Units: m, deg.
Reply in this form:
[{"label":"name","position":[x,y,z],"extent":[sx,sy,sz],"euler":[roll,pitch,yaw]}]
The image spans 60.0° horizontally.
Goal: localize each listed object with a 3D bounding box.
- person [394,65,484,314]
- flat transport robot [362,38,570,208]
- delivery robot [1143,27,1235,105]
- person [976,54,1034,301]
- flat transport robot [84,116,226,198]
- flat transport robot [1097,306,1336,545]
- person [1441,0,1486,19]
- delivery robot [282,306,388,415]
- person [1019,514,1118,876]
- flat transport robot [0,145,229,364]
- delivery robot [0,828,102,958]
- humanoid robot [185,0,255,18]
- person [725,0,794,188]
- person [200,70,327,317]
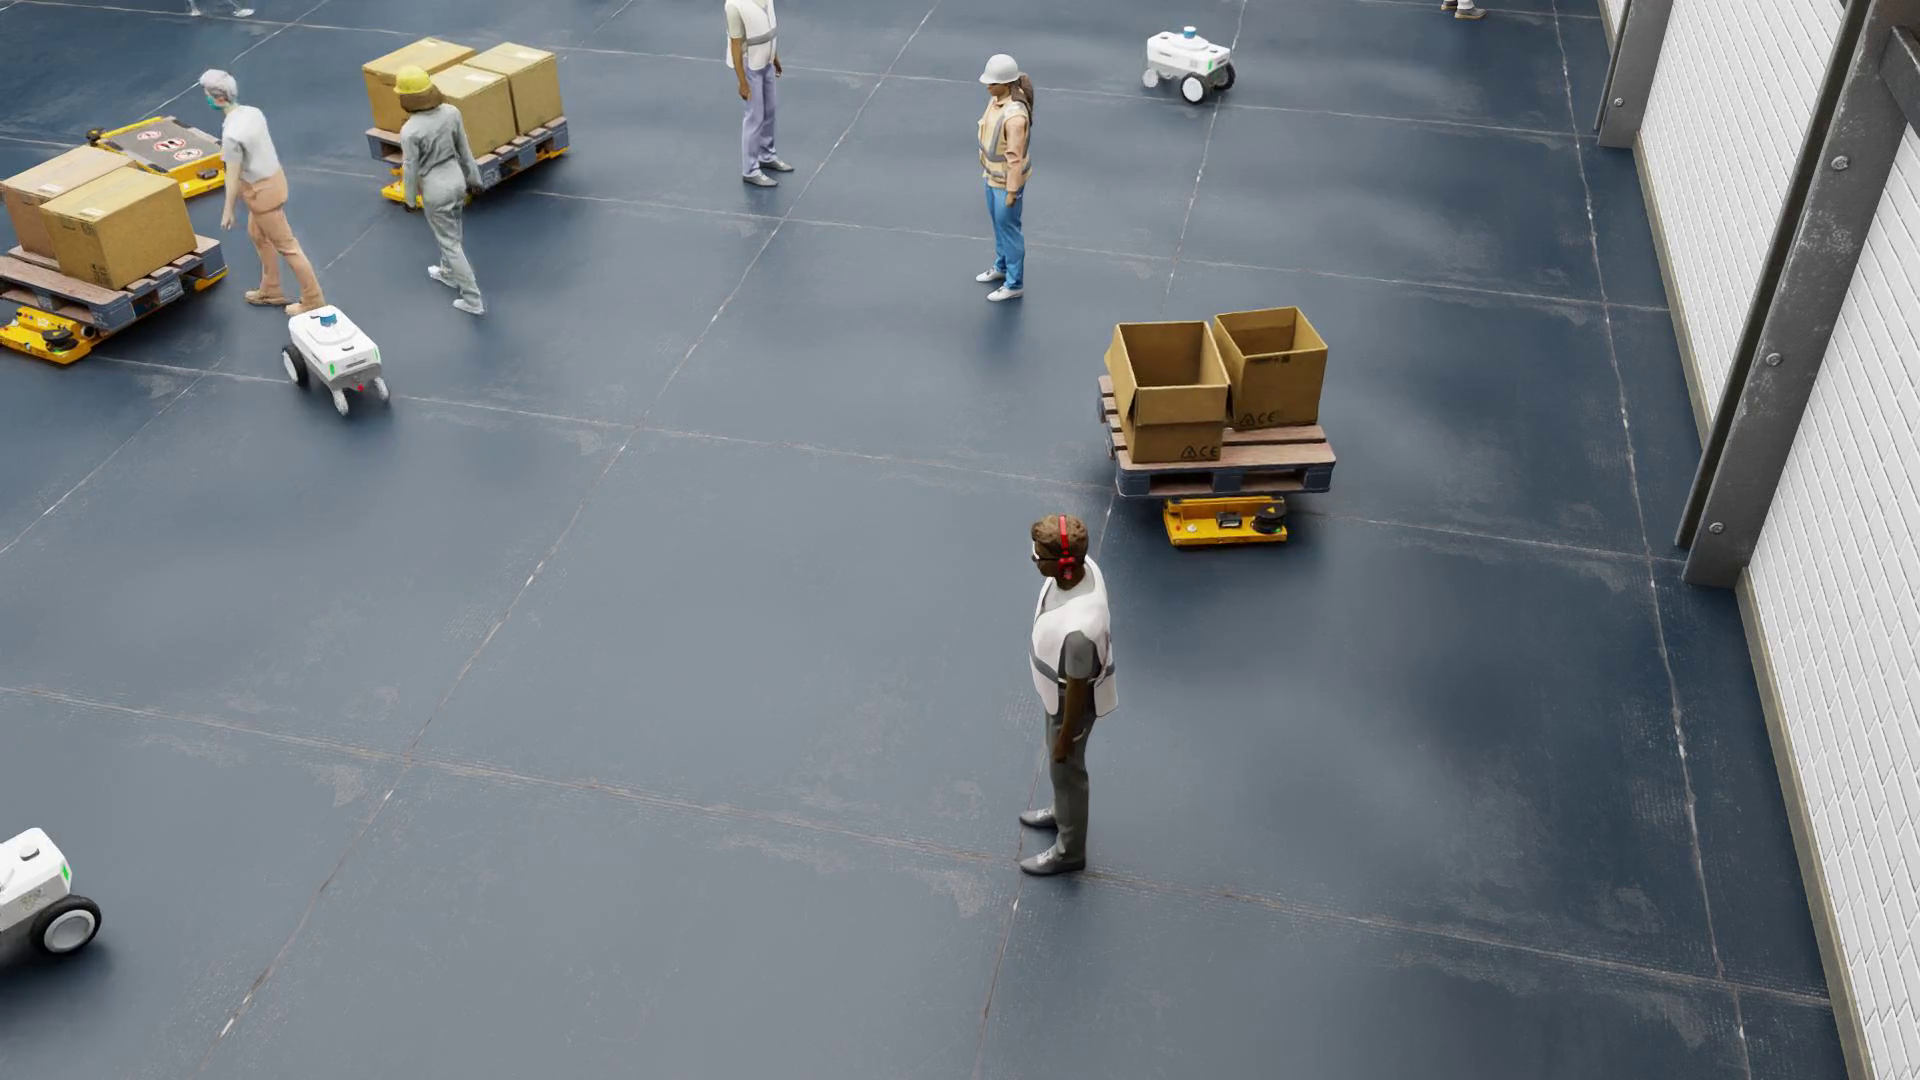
[{"label":"person","position":[-3.573,-2.384,11.204],"extent":[0.783,1.715,0.513],"euler":[20,41,25]},{"label":"flat transport robot","position":[-3.852,-2.995,13.227],"extent":[0.659,0.231,1.431],"euler":[19,41,24]},{"label":"delivery robot","position":[2.019,-4.174,14.581],"extent":[0.791,0.614,0.499],"euler":[27,44,31]},{"label":"person","position":[0.308,-2.465,11.306],"extent":[0.376,1.723,0.495],"euler":[-9,38,-12]},{"label":"flat transport robot","position":[-6.370,-3.091,13.354],"extent":[1.431,0.231,0.659],"euler":[27,44,31]},{"label":"flat transport robot","position":[1.456,-0.462,9.837],"extent":[0.659,0.231,1.431],"euler":[-2,37,-3]},{"label":"person","position":[4.927,-5.944,15.824],"extent":[0.344,1.882,0.584],"euler":[-10,38,-13]},{"label":"delivery robot","position":[-3.973,-1.188,10.586],"extent":[0.499,0.614,0.815],"euler":[-26,44,-30]},{"label":"person","position":[0.461,0.657,7.035],"extent":[0.404,1.834,0.565],"euler":[-1,37,-1]},{"label":"flat transport robot","position":[-5.835,-1.675,11.461],"extent":[0.659,0.231,1.431],"euler":[16,40,21]},{"label":"delivery robot","position":[-4.067,1.535,6.915],"extent":[0.518,0.582,0.744],"euler":[29,46,33]},{"label":"humanoid robot","position":[-7.218,-5.689,15.620],"extent":[0.558,1.764,0.946],"euler":[27,44,31]},{"label":"person","position":[-1.582,-3.627,12.766],"extent":[0.385,1.833,0.571],"euler":[13,39,17]},{"label":"person","position":[-4.710,-2.270,11.048],"extent":[0.716,1.707,0.513],"euler":[-1,37,-2]}]
